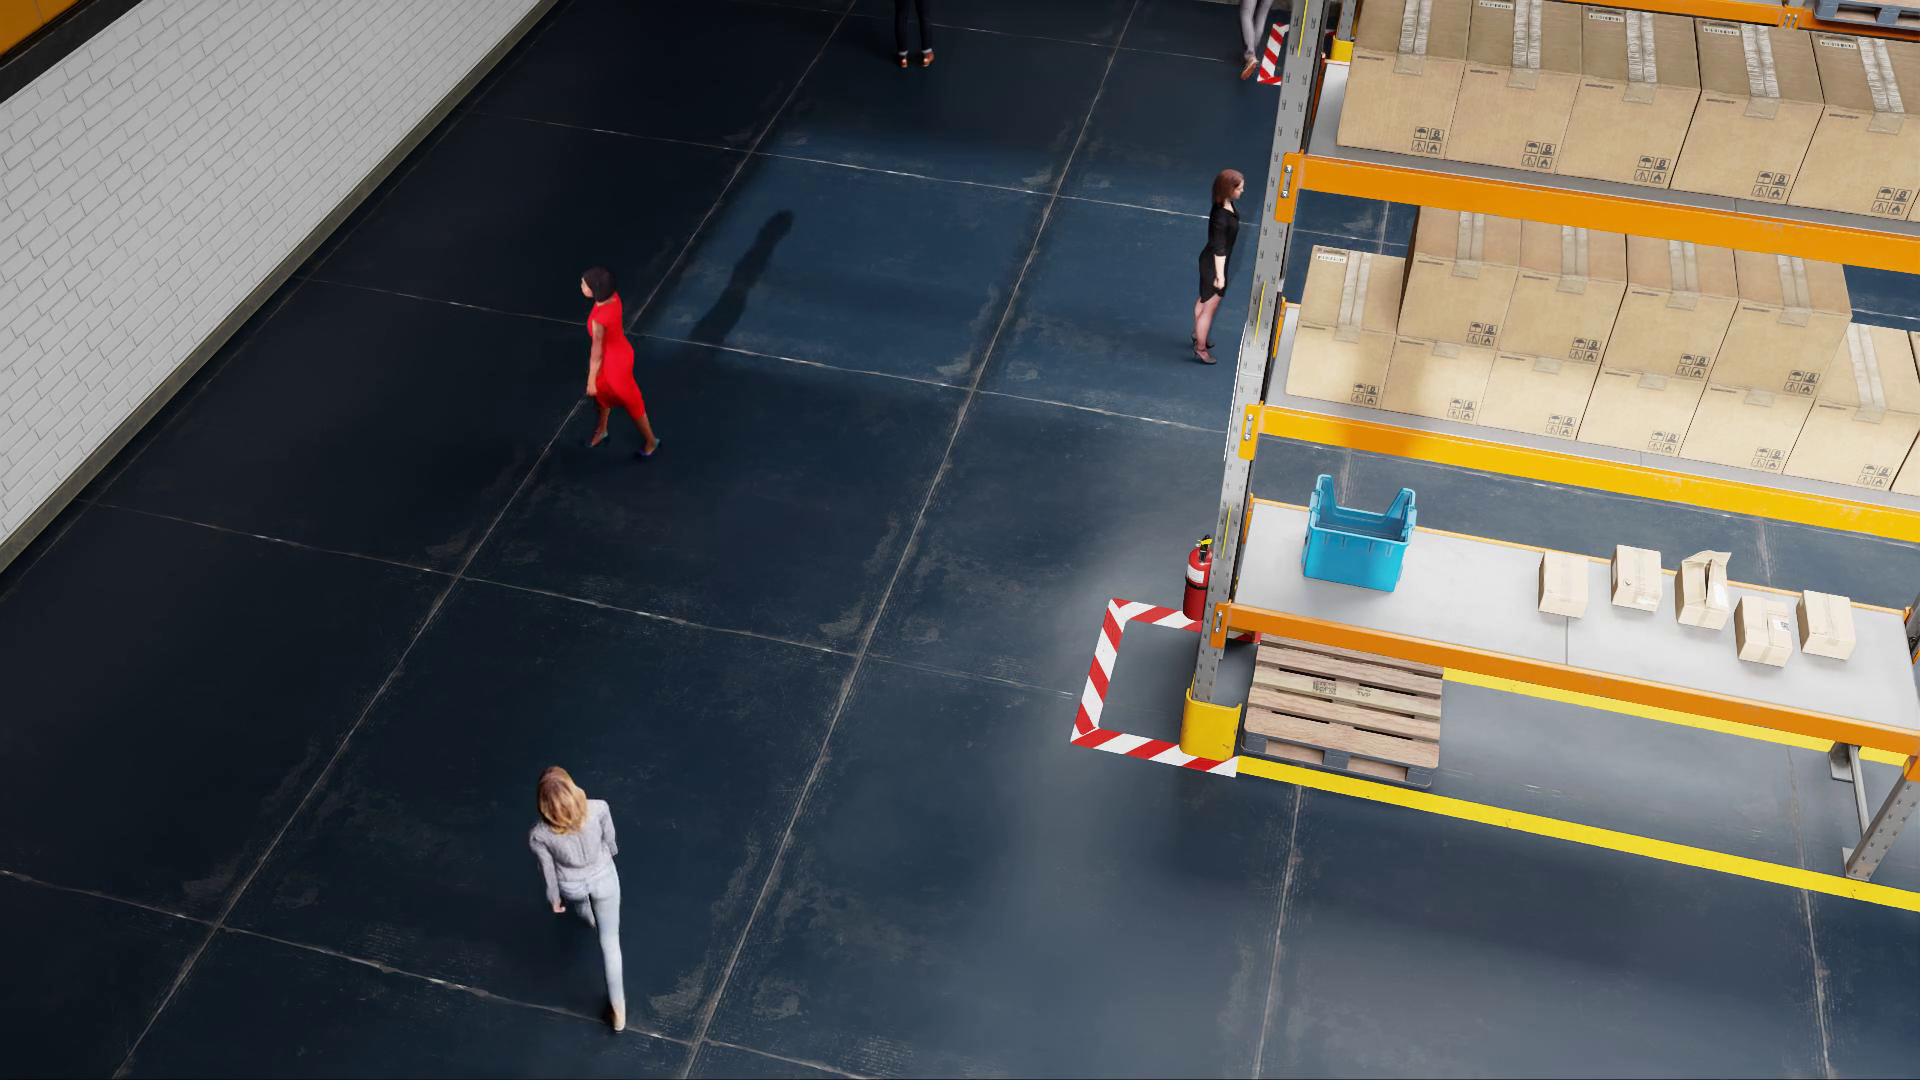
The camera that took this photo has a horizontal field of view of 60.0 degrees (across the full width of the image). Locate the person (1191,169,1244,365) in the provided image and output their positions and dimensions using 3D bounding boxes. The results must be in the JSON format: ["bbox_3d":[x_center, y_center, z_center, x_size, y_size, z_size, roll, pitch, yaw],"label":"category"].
[{"bbox_3d":[2.008,-2.167,13.130,0.548,1.705,0.619,4,44,4],"label":"person"}]

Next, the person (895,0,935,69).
[{"bbox_3d":[-0.490,-5.643,16.698,0.648,1.817,0.825,-2,44,-2],"label":"person"}]

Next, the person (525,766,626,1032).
[{"bbox_3d":[-1.957,1.903,8.832,1.194,1.742,1.108,-13,45,-13],"label":"person"}]

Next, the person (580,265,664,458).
[{"bbox_3d":[-2.423,-1.257,12.165,0.947,1.720,0.747,0,44,0],"label":"person"}]

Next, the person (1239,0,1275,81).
[{"bbox_3d":[3.009,-5.511,16.495,1.056,1.906,0.868,1,44,1],"label":"person"}]
